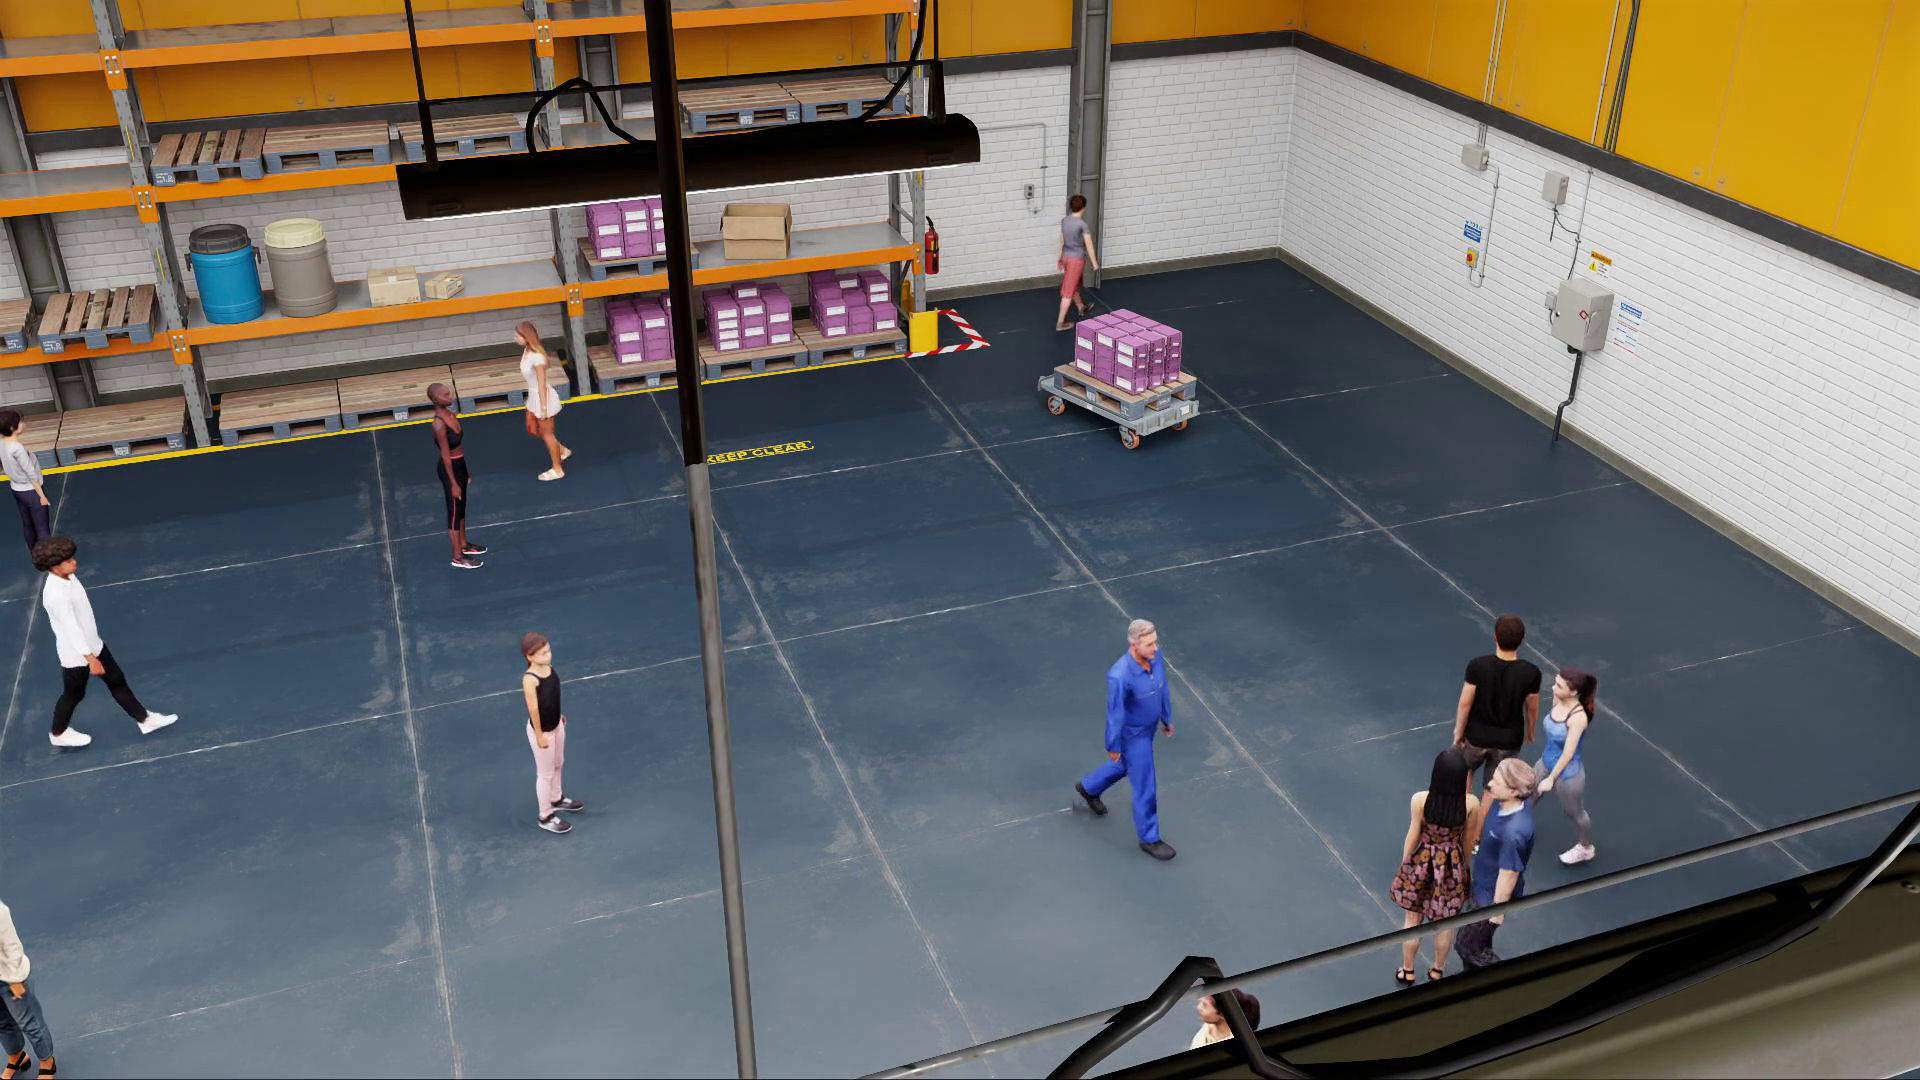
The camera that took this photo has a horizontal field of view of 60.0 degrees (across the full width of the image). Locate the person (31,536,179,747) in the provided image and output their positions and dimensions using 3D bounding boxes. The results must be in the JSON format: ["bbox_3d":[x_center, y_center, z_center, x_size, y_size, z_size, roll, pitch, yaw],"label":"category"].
[{"bbox_3d":[-6.664,0.812,12.429,1.154,1.762,0.716,-7,29,-13],"label":"person"}]

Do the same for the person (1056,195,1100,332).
[{"bbox_3d":[1.314,-3.325,20.167,1.123,1.616,0.853,-22,36,-34],"label":"person"}]

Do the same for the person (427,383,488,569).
[{"bbox_3d":[-4.595,-0.604,15.031,0.614,1.758,0.633,-2,29,-3],"label":"person"}]

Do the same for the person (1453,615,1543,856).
[{"bbox_3d":[3.618,1.374,11.306,0.822,1.850,0.891,11,30,19],"label":"person"}]

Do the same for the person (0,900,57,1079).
[{"bbox_3d":[-5.508,2.458,9.495,0.665,1.683,0.762,7,29,13],"label":"person"}]

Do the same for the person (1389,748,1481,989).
[{"bbox_3d":[2.904,2.024,10.196,0.742,1.773,0.834,1,29,2],"label":"person"}]

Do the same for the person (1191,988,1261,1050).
[{"bbox_3d":[1.357,2.938,8.672,0.628,1.628,0.694,-3,29,-5],"label":"person"}]

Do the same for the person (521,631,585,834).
[{"bbox_3d":[-2.914,1.319,11.706,0.638,1.564,0.615,5,29,9],"label":"person"}]

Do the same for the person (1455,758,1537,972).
[{"bbox_3d":[3.287,2.103,9.964,0.960,1.856,0.886,7,29,12],"label":"person"}]

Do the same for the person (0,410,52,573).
[{"bbox_3d":[-8.395,-0.448,14.956,0.618,1.554,0.646,19,34,30],"label":"person"}]

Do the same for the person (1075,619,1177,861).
[{"bbox_3d":[1.144,1.294,11.510,1.190,1.795,1.220,19,34,31],"label":"person"}]

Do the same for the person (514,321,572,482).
[{"bbox_3d":[-4.077,-1.404,16.576,0.710,1.681,0.640,-17,33,-28],"label":"person"}]

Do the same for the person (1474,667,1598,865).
[{"bbox_3d":[4.127,1.577,11.234,1.115,1.563,0.701,-4,29,-8],"label":"person"}]
